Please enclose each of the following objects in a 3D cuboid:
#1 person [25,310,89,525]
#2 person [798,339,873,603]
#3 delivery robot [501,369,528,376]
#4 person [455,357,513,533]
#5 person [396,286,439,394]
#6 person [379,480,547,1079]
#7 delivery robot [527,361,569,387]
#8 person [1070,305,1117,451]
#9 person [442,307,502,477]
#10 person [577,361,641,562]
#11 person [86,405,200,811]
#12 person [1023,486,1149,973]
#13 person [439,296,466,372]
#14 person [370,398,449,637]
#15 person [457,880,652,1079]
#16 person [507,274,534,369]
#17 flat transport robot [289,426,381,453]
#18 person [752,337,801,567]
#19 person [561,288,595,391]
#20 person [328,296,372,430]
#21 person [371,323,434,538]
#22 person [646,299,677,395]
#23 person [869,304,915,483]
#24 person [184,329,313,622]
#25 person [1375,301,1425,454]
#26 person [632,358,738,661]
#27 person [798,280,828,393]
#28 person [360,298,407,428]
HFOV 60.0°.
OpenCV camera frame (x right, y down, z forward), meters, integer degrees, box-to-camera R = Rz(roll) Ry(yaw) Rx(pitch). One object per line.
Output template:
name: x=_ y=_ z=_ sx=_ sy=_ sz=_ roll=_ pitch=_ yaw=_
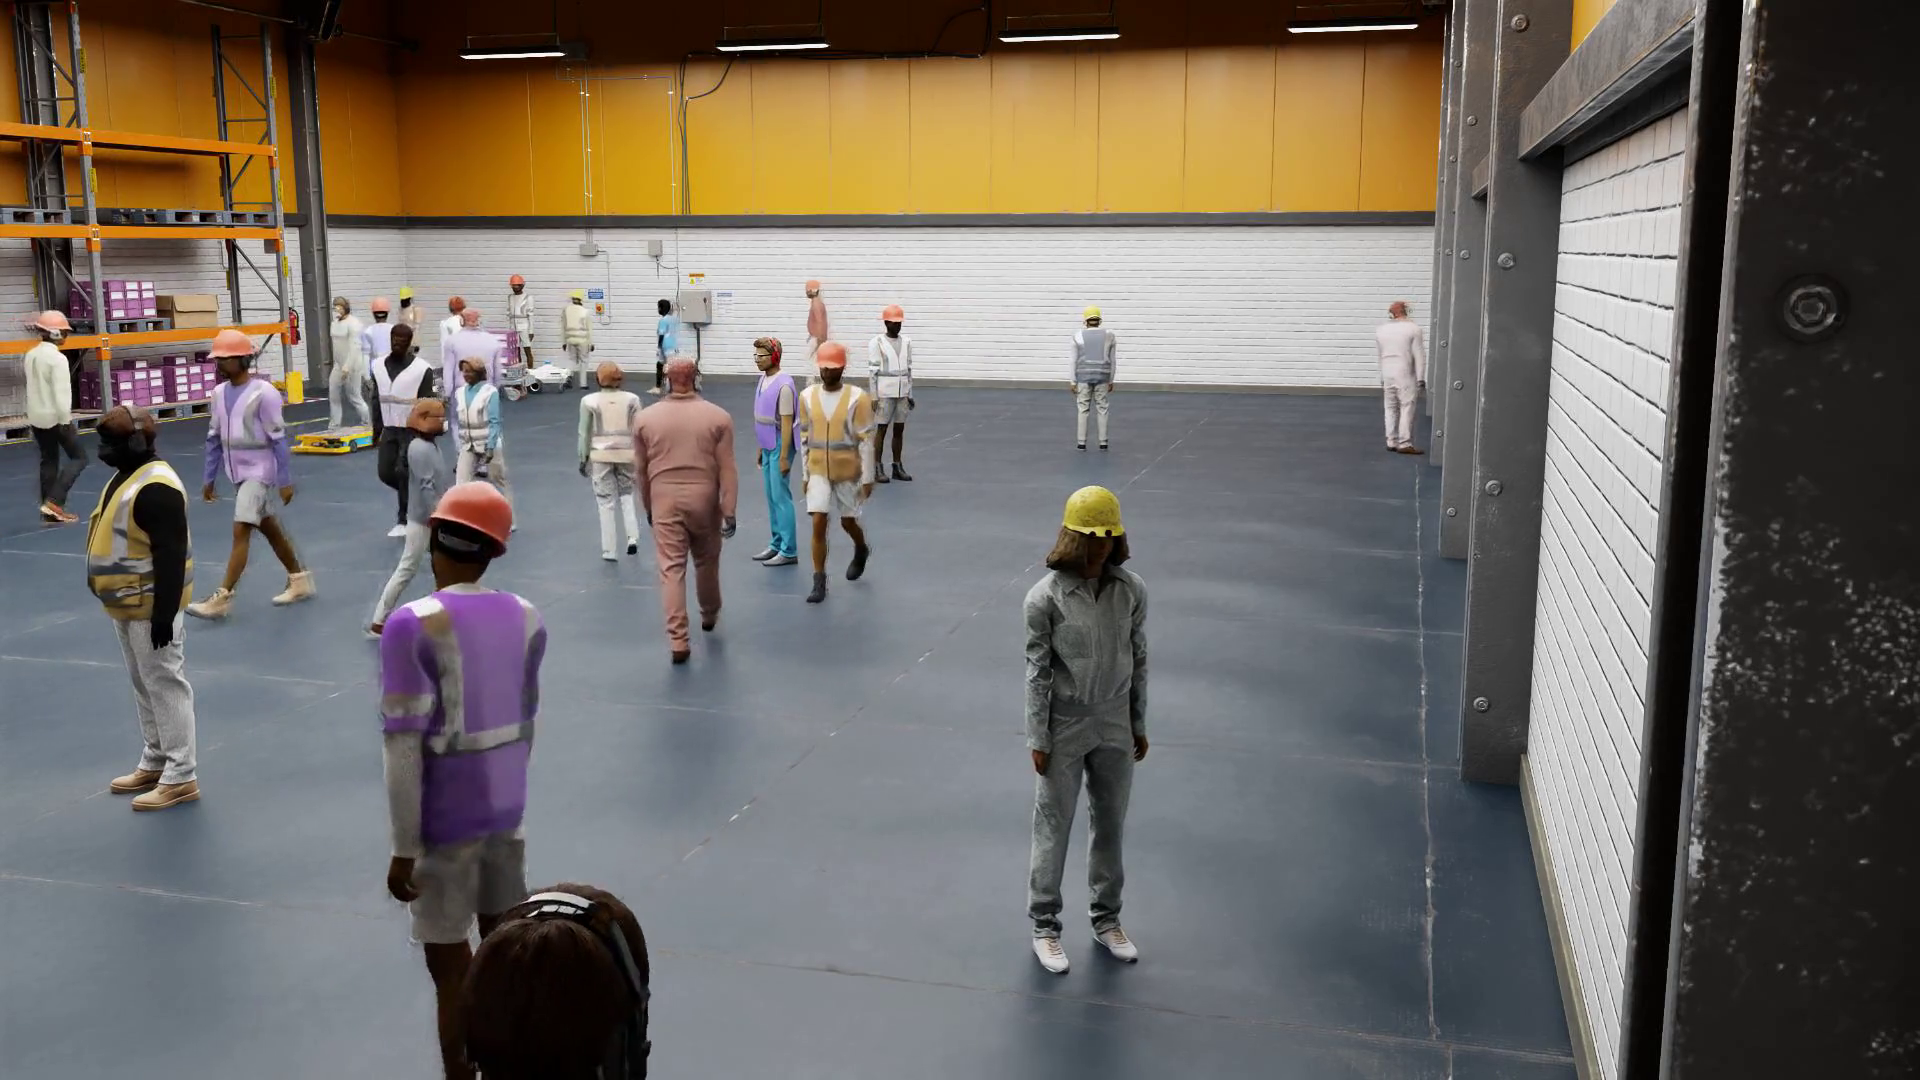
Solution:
person: x=-8.272 y=-1.105 z=15.219 sx=0.610 sy=1.975 sz=0.439 roll=6 pitch=12 yaw=30
person: x=-0.879 y=-0.530 z=12.179 sx=0.545 sy=1.905 sz=0.834 roll=2 pitch=10 yaw=13
delivery robot: x=-7.915 y=-2.889 z=29.051 sx=0.707 sy=0.478 sz=0.477 roll=2 pitch=10 yaw=10
person: x=-4.213 y=-0.786 z=14.446 sx=0.526 sy=1.595 sz=0.848 roll=5 pitch=11 yaw=25
person: x=-9.394 y=-3.420 z=28.579 sx=0.587 sy=1.891 sz=0.854 roll=5 pitch=11 yaw=28
person: x=-1.455 y=0.801 z=4.691 sx=0.382 sy=1.891 sz=0.734 roll=5 pitch=11 yaw=27
delivery robot: x=-7.176 y=-2.880 z=28.997 sx=0.707 sy=0.478 sz=0.477 roll=-2 pitch=10 yaw=-14
person: x=1.658 y=-2.009 z=20.750 sx=0.584 sy=1.826 sz=0.403 roll=0 pitch=10 yaw=-3
person: x=-5.413 y=-1.632 z=18.457 sx=0.672 sy=1.878 sz=0.518 roll=-6 pitch=12 yaw=-31
person: x=-2.826 y=-0.639 z=13.525 sx=0.531 sy=1.623 sz=0.389 roll=-5 pitch=11 yaw=-27
person: x=-3.736 y=0.302 z=7.604 sx=0.429 sy=1.841 sz=0.636 roll=-8 pitch=13 yaw=-40
person: x=0.454 y=0.664 z=5.865 sx=0.480 sy=1.734 sz=0.333 roll=-5 pitch=11 yaw=-26
person: x=-7.029 y=-2.524 z=23.552 sx=0.593 sy=1.865 sz=0.626 roll=-5 pitch=11 yaw=-27
person: x=-3.442 y=-0.128 z=10.766 sx=0.868 sy=1.590 sz=0.502 roll=0 pitch=10 yaw=-1
person: x=-0.490 y=1.314 z=1.935 sx=0.625 sy=1.825 sz=0.748 roll=0 pitch=10 yaw=0
person: x=-8.272 y=-3.966 z=31.254 sx=0.610 sy=2.035 sz=0.417 roll=5 pitch=11 yaw=28
flat transport robot: x=-7.727 y=-1.276 z=20.982 sx=0.652 sy=0.197 sz=1.431 roll=3 pitch=10 yaw=16
person: x=-1.459 y=-0.710 z=13.359 sx=0.384 sy=1.836 sz=0.567 roll=-4 pitch=11 yaw=-23
person: x=-6.722 y=-3.506 z=29.239 sx=0.611 sy=1.814 sz=0.484 roll=3 pitch=10 yaw=14
person: x=-7.999 y=-2.225 z=21.726 sx=0.655 sy=1.906 sz=0.659 roll=8 pitch=13 yaw=38
person: x=-4.914 y=-0.978 z=14.731 sx=0.634 sy=1.884 sz=0.528 roll=3 pitch=10 yaw=17
person: x=-4.976 y=-3.308 z=28.566 sx=0.853 sy=1.658 sz=0.527 roll=0 pitch=10 yaw=1
person: x=-0.720 y=-1.586 z=18.024 sx=0.551 sy=1.934 sz=0.373 roll=-7 pitch=12 yaw=-36
person: x=-4.974 y=-0.457 z=11.507 sx=0.628 sy=1.983 sz=1.067 roll=6 pitch=12 yaw=31
person: x=5.512 y=-2.013 z=20.639 sx=0.408 sy=1.879 sz=0.788 roll=-8 pitch=13 yaw=-39
person: x=-1.720 y=-0.215 z=10.522 sx=0.650 sy=1.845 sz=1.037 roll=-1 pitch=10 yaw=-6
person: x=-2.572 y=-3.525 z=28.922 sx=0.726 sy=1.969 sz=0.642 roll=0 pitch=10 yaw=1
person: x=-7.375 y=-2.146 z=21.348 sx=0.553 sy=1.897 sz=0.978 roll=-3 pitch=10 yaw=-17
